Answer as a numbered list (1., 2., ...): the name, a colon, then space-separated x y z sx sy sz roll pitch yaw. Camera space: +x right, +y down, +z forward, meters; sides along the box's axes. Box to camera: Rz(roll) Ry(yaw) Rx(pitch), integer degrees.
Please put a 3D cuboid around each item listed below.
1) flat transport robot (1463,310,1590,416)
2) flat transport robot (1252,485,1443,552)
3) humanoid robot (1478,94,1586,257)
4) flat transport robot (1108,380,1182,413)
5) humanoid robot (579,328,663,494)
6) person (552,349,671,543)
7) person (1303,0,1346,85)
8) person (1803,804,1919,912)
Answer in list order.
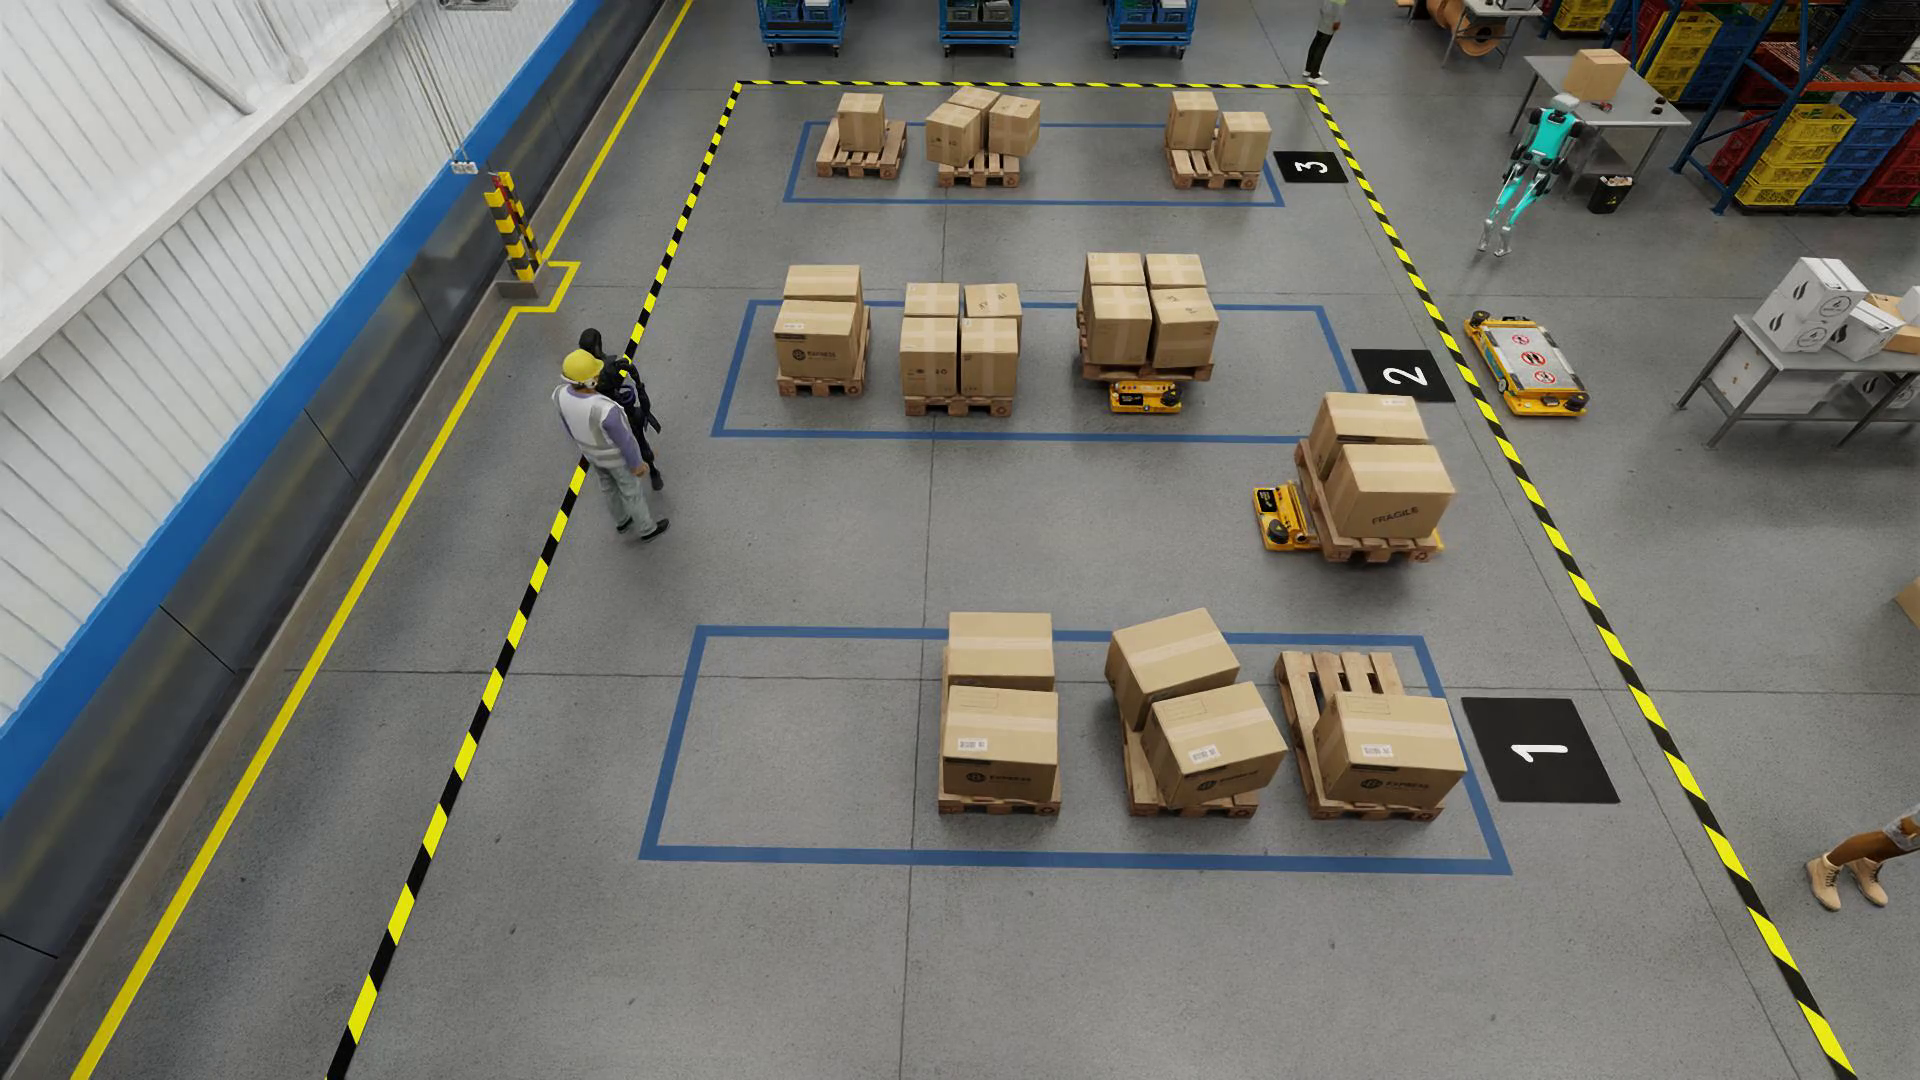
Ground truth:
1. flat transport robot: 5.573 -1.757 9.054 0.659 0.231 1.431 1 49 1
2. flat transport robot: 3.250 -0.213 7.699 1.431 0.197 0.652 1 49 1
3. humanoid robot: 5.983 -3.806 9.770 0.735 1.673 0.533 -35 58 -27
4. flat transport robot: 1.773 -1.807 9.079 0.652 0.197 1.431 1 49 1
5. humanoid robot: -2.786 -1.028 7.485 0.599 1.653 0.315 -7 50 -6
6. person: -2.709 -0.703 7.107 0.598 1.830 0.403 21 52 18
7. person: 5.278 -7.448 12.935 0.396 1.849 0.587 1 49 0
8. person: 5.583 1.524 5.043 0.613 2.040 0.376 -3 49 -2
